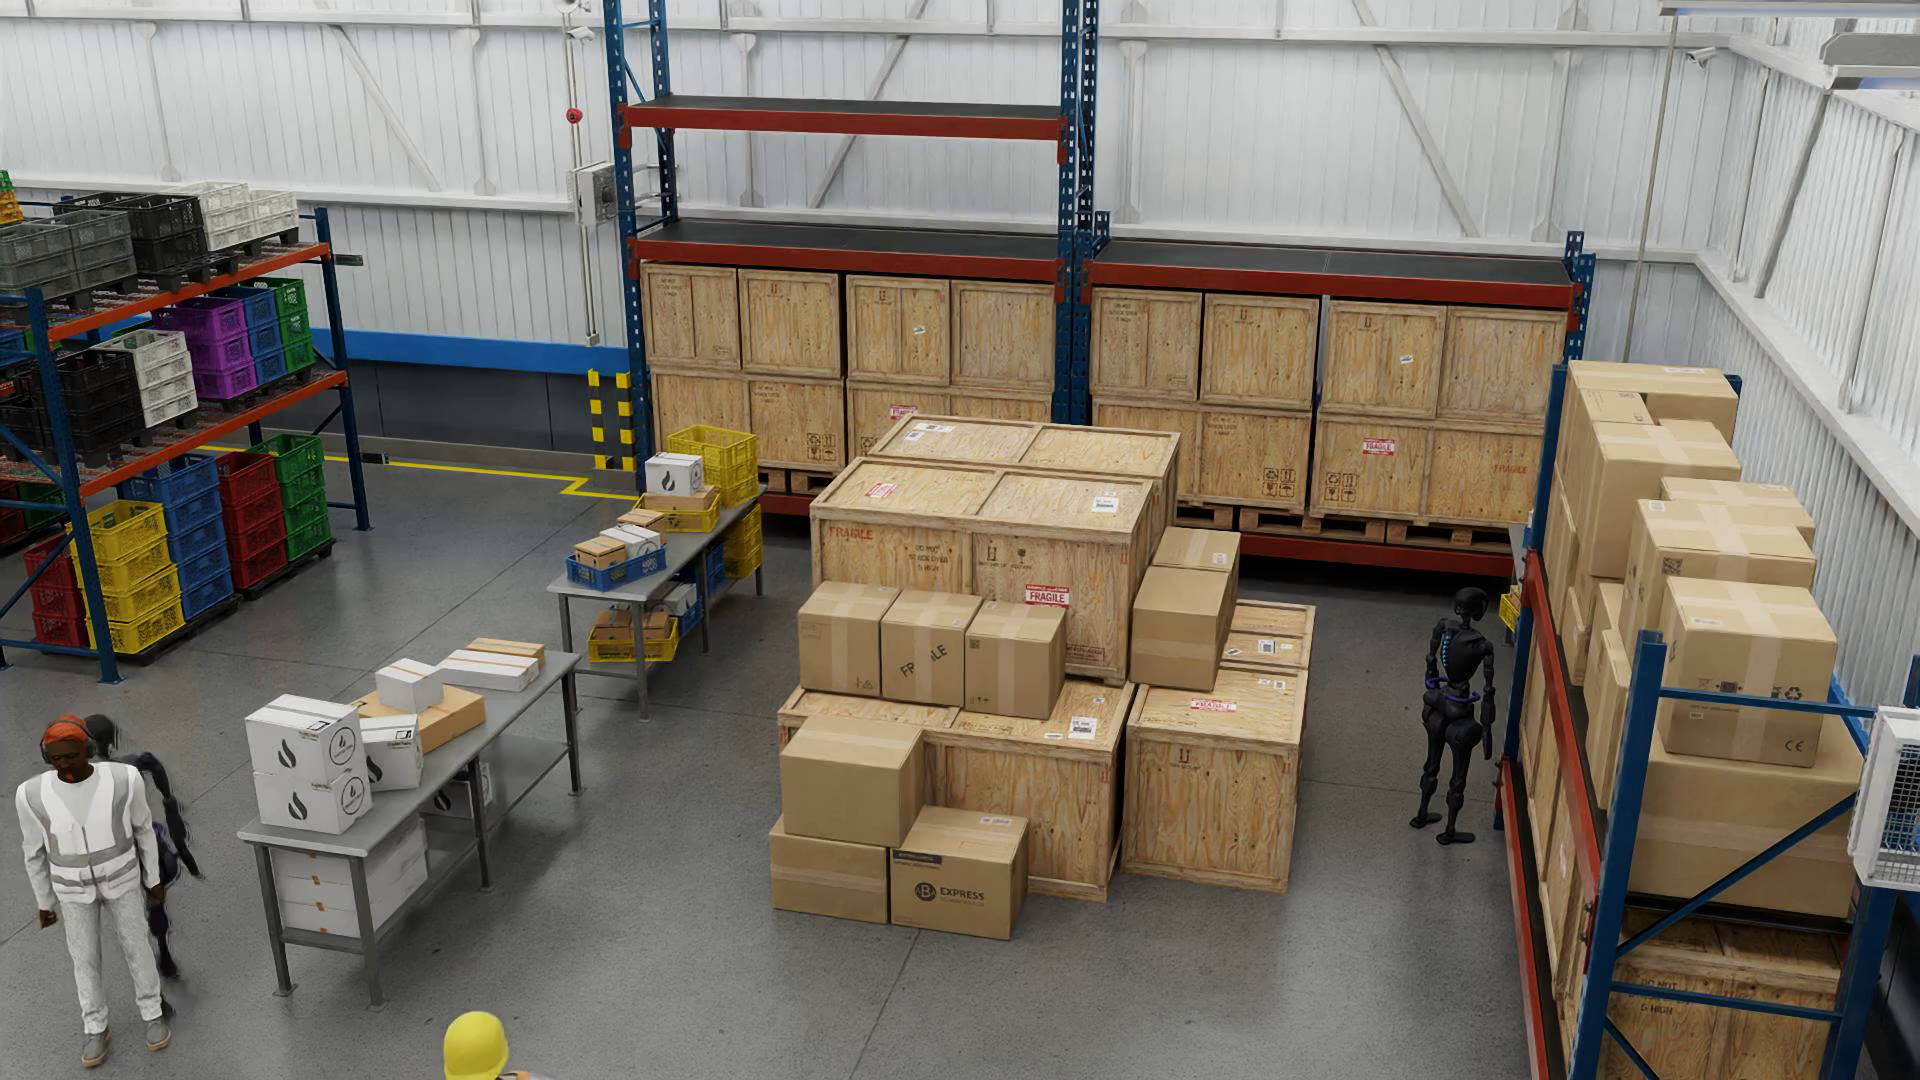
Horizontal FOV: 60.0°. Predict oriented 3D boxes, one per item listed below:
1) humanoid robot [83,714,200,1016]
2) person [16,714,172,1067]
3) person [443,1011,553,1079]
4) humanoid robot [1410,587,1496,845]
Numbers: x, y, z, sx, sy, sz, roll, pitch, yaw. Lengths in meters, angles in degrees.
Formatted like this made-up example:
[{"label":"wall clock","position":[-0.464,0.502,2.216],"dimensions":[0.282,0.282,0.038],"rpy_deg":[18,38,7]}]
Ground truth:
[{"label":"humanoid robot","position":[-4.363,1.676,8.715],"dimensions":[0.634,1.633,0.591],"rpy_deg":[17,27,38]},{"label":"person","position":[-4.281,1.725,8.272],"dimensions":[0.576,1.881,0.347],"rpy_deg":[-9,23,-22]},{"label":"person","position":[-1.690,2.539,6.085],"dimensions":[0.588,1.925,0.378],"rpy_deg":[-6,22,-15]},{"label":"humanoid robot","position":[3.063,1.062,10.276],"dimensions":[0.315,1.657,0.609],"rpy_deg":[-10,23,-24]}]
